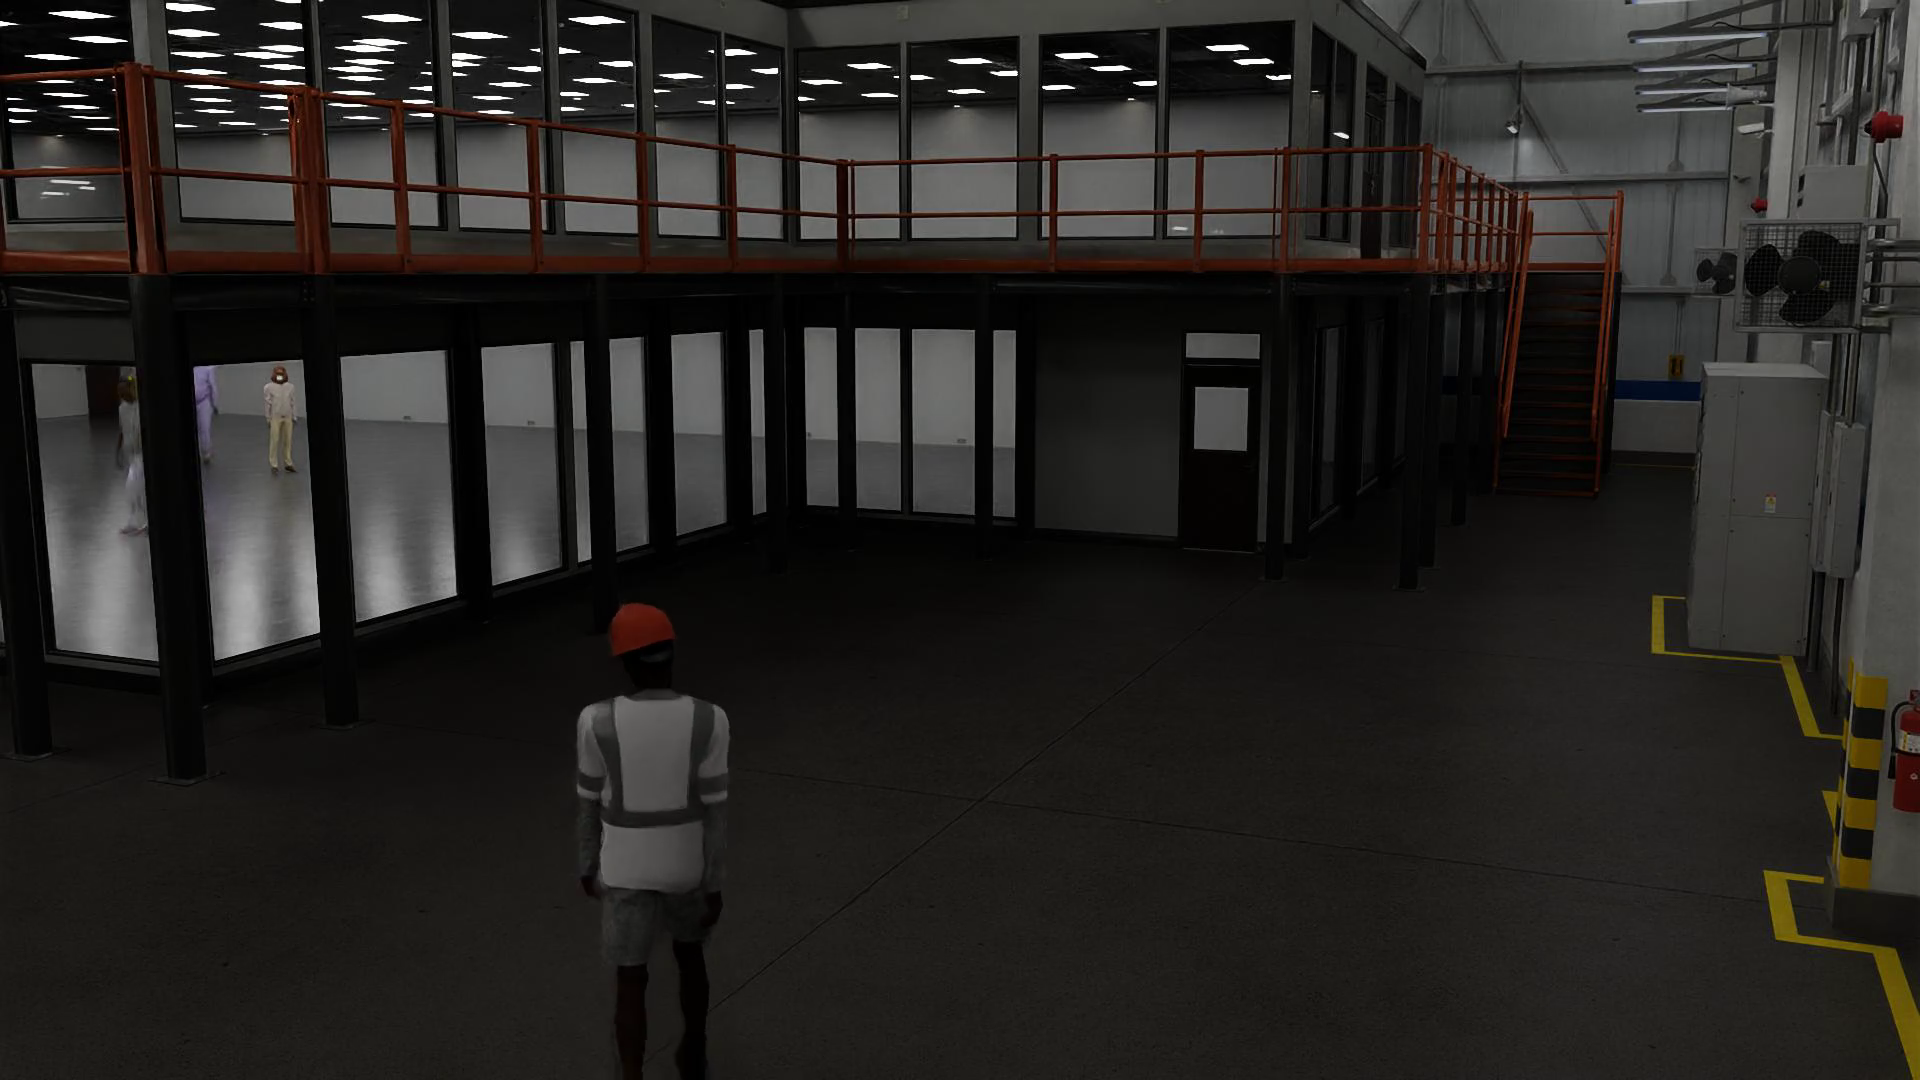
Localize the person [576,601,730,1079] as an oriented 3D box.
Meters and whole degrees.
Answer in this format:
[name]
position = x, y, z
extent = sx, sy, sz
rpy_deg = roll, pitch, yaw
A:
[person]
position = -1.073, 1.173, 5.886
extent = 0.542, 1.892, 0.866
rpy_deg = -2, 9, -13
